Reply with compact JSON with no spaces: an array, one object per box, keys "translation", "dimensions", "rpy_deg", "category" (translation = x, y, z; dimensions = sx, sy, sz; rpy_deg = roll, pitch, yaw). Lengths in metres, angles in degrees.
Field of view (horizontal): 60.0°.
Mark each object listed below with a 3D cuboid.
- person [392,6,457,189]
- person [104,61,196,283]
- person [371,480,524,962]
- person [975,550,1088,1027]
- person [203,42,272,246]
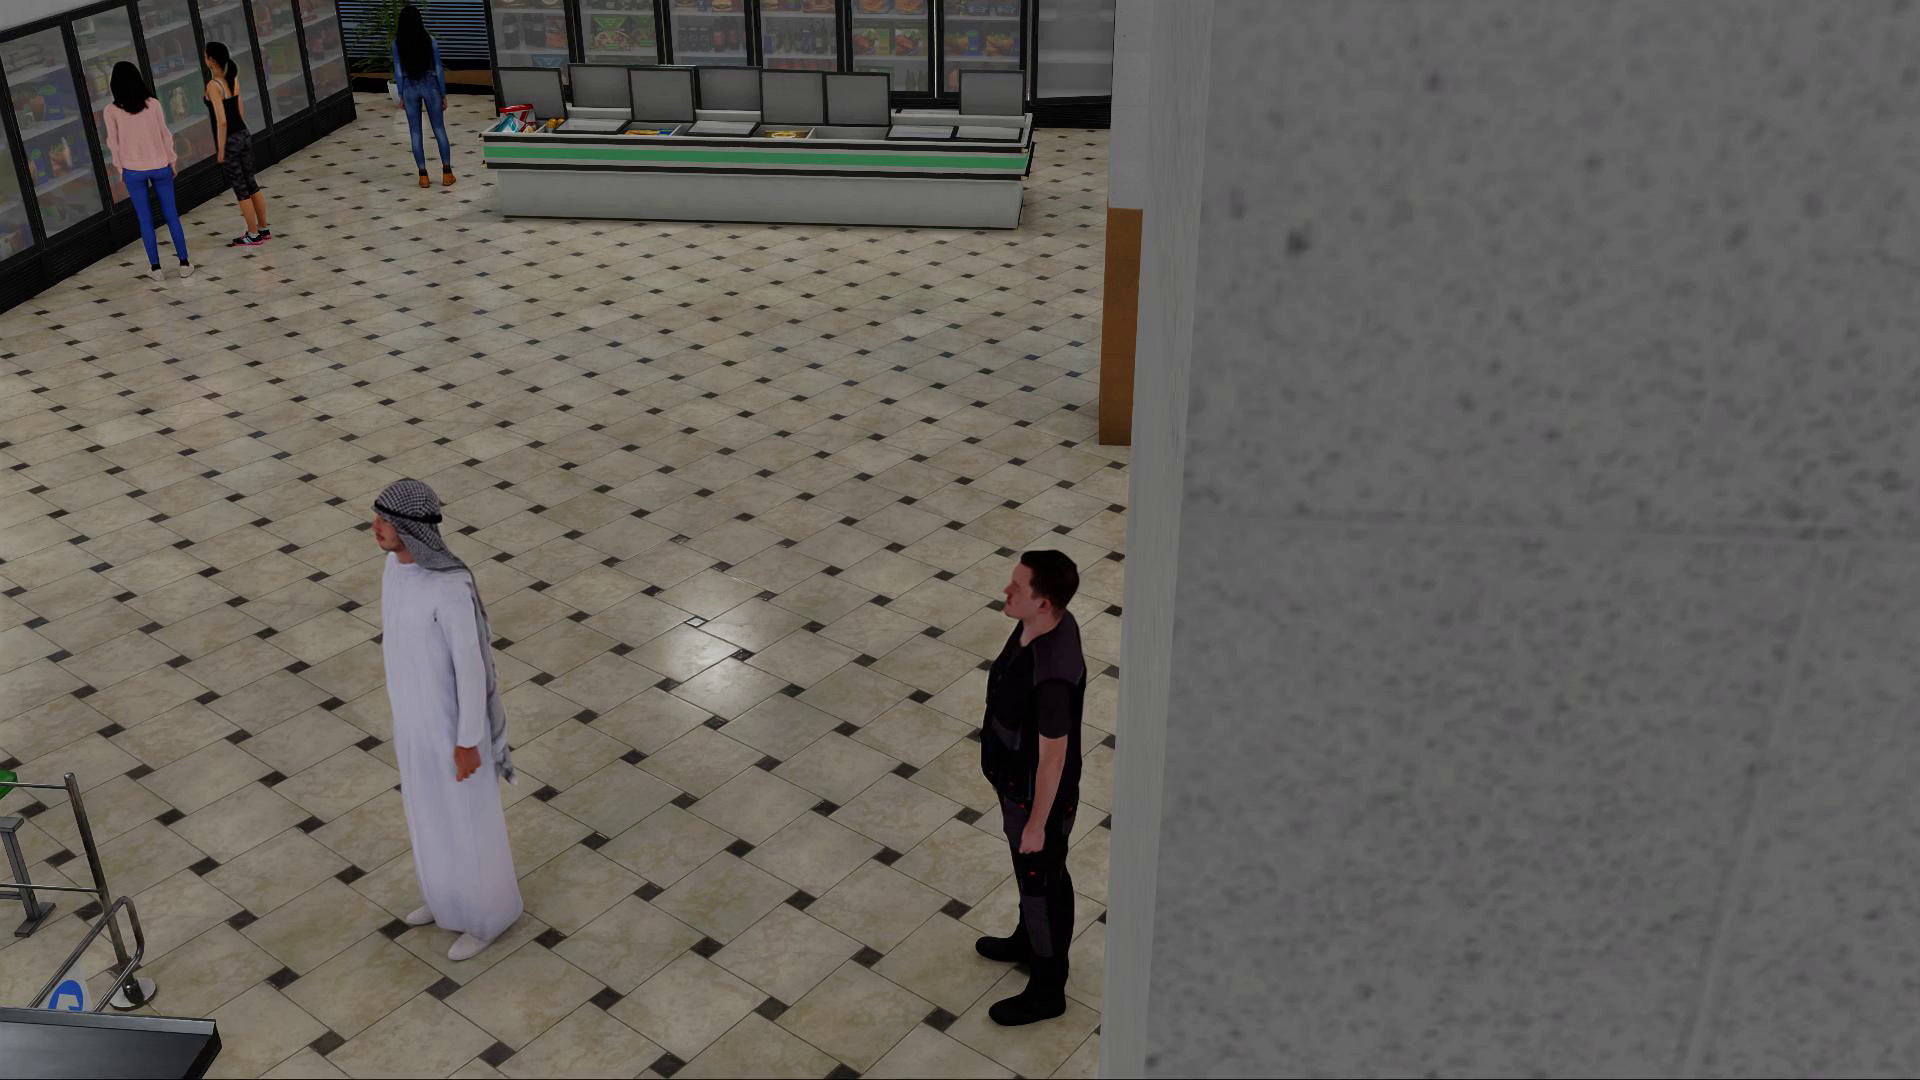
[{"translation":[-5.223,-4.302,16.152],"dimensions":[0.575,1.712,0.726],"rpy_deg":[-7,28,-13],"category":"person"},{"translation":[-6.596,-2.989,13.497],"dimensions":[0.674,1.770,0.783],"rpy_deg":[-14,30,-25],"category":"person"},{"translation":[-1.913,0.655,6.139],"dimensions":[0.793,1.926,0.870],"rpy_deg":[24,35,39],"category":"person"},{"translation":[0.268,0.855,5.834],"dimensions":[0.646,1.845,0.757],"rpy_deg":[-2,27,-4],"category":"person"},{"translation":[-6.289,-3.432,14.417],"dimensions":[0.548,1.729,0.584],"rpy_deg":[4,27,8],"category":"person"}]
